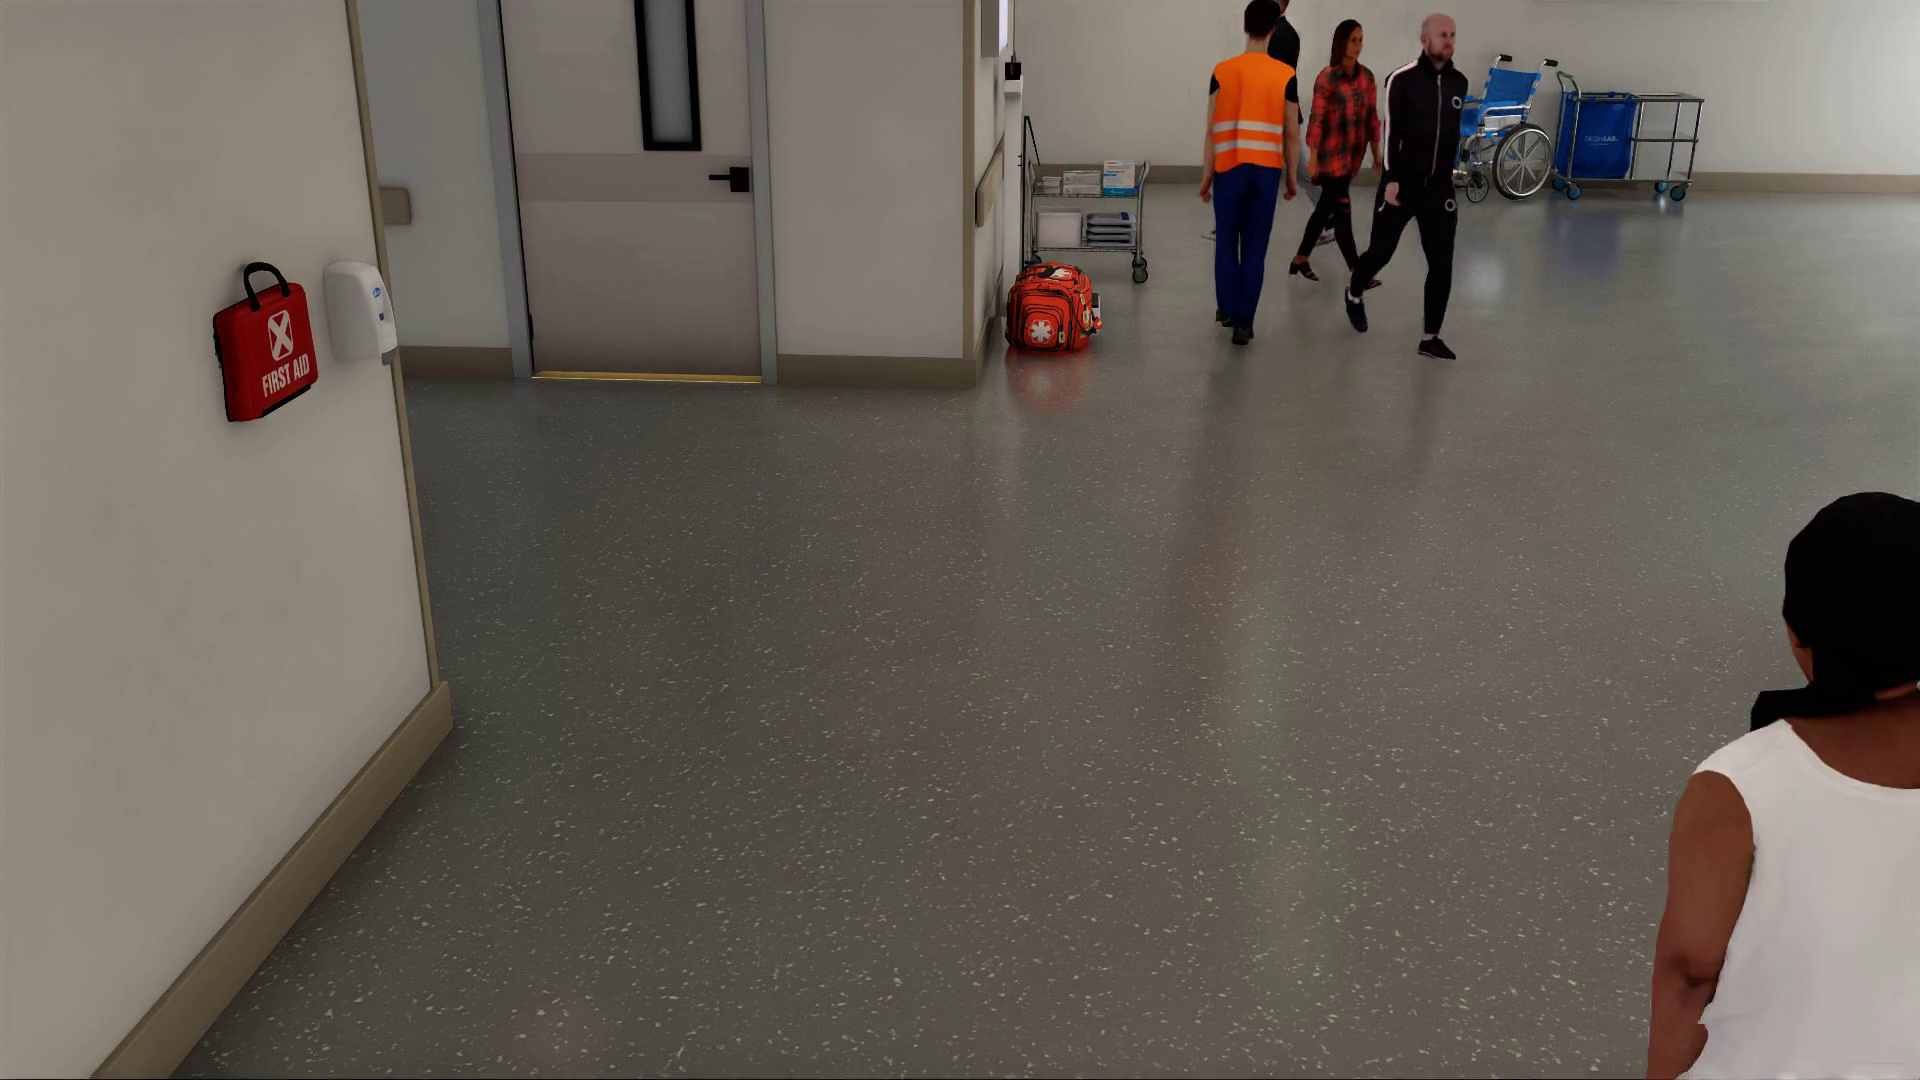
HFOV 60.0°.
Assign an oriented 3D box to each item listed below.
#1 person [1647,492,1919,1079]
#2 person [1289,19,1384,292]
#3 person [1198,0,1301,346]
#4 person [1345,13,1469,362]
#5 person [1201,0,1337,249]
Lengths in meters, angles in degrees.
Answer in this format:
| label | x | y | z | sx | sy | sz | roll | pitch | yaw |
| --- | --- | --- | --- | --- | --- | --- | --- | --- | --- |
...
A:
| label | x | y | z | sx | sy | sz | roll | pitch | yaw |
| --- | --- | --- | --- | --- | --- | --- | --- | --- | --- |
| person | 1.144 | 0.766 | 2.188 | 0.654 | 1.671 | 0.855 | 1 | 21 | 4 |
| person | 2.364 | -2.419 | 10.626 | 1.021 | 1.652 | 1.165 | -12 | 24 | -29 |
| person | 1.594 | -2.012 | 9.247 | 0.751 | 1.867 | 0.864 | 4 | 21 | 11 |
| person | 2.417 | -1.905 | 9.055 | 0.883 | 1.801 | 1.218 | -5 | 21 | -12 |
| person | 2.326 | -2.963 | 11.695 | 1.158 | 1.911 | 1.322 | 13 | 24 | 30 |
